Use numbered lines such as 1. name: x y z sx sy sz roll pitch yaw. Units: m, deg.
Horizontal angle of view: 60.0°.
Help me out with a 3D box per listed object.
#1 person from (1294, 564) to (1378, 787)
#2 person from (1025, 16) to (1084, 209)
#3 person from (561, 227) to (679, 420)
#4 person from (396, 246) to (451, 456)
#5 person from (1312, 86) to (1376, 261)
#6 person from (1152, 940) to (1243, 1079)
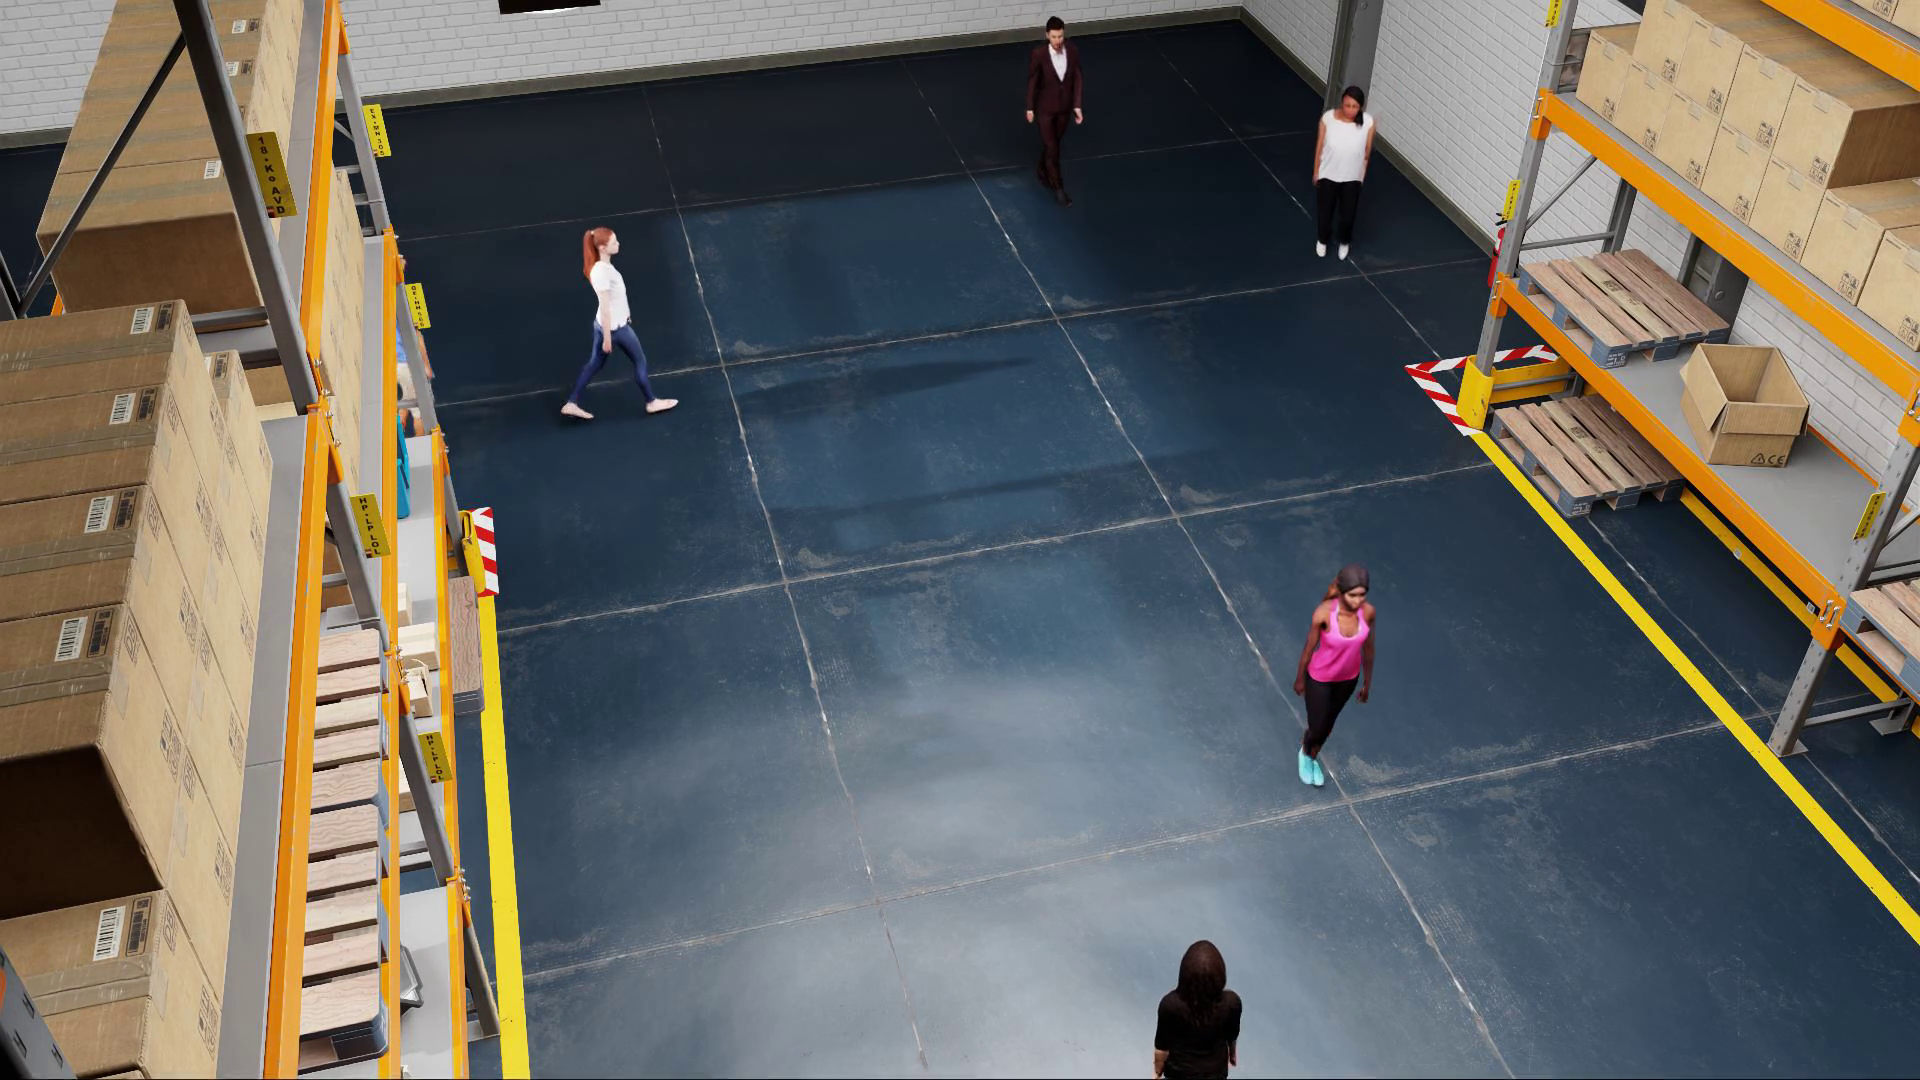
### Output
1. person: 2.223 0.768 10.048 0.608 1.713 0.622 -5 39 -7
2. person: 0.877 -4.246 16.236 0.791 1.826 1.097 -16 41 -19
3. person: -2.845 -1.654 13.094 0.748 1.697 1.126 -15 41 -18
4. person: -4.279 -1.341 12.579 0.832 1.851 0.893 25 45 28
5. person: 3.517 -3.412 15.312 0.771 1.675 0.804 12 40 14
6. person: 1.124 2.549 7.891 0.802 1.621 1.095 2 39 3
